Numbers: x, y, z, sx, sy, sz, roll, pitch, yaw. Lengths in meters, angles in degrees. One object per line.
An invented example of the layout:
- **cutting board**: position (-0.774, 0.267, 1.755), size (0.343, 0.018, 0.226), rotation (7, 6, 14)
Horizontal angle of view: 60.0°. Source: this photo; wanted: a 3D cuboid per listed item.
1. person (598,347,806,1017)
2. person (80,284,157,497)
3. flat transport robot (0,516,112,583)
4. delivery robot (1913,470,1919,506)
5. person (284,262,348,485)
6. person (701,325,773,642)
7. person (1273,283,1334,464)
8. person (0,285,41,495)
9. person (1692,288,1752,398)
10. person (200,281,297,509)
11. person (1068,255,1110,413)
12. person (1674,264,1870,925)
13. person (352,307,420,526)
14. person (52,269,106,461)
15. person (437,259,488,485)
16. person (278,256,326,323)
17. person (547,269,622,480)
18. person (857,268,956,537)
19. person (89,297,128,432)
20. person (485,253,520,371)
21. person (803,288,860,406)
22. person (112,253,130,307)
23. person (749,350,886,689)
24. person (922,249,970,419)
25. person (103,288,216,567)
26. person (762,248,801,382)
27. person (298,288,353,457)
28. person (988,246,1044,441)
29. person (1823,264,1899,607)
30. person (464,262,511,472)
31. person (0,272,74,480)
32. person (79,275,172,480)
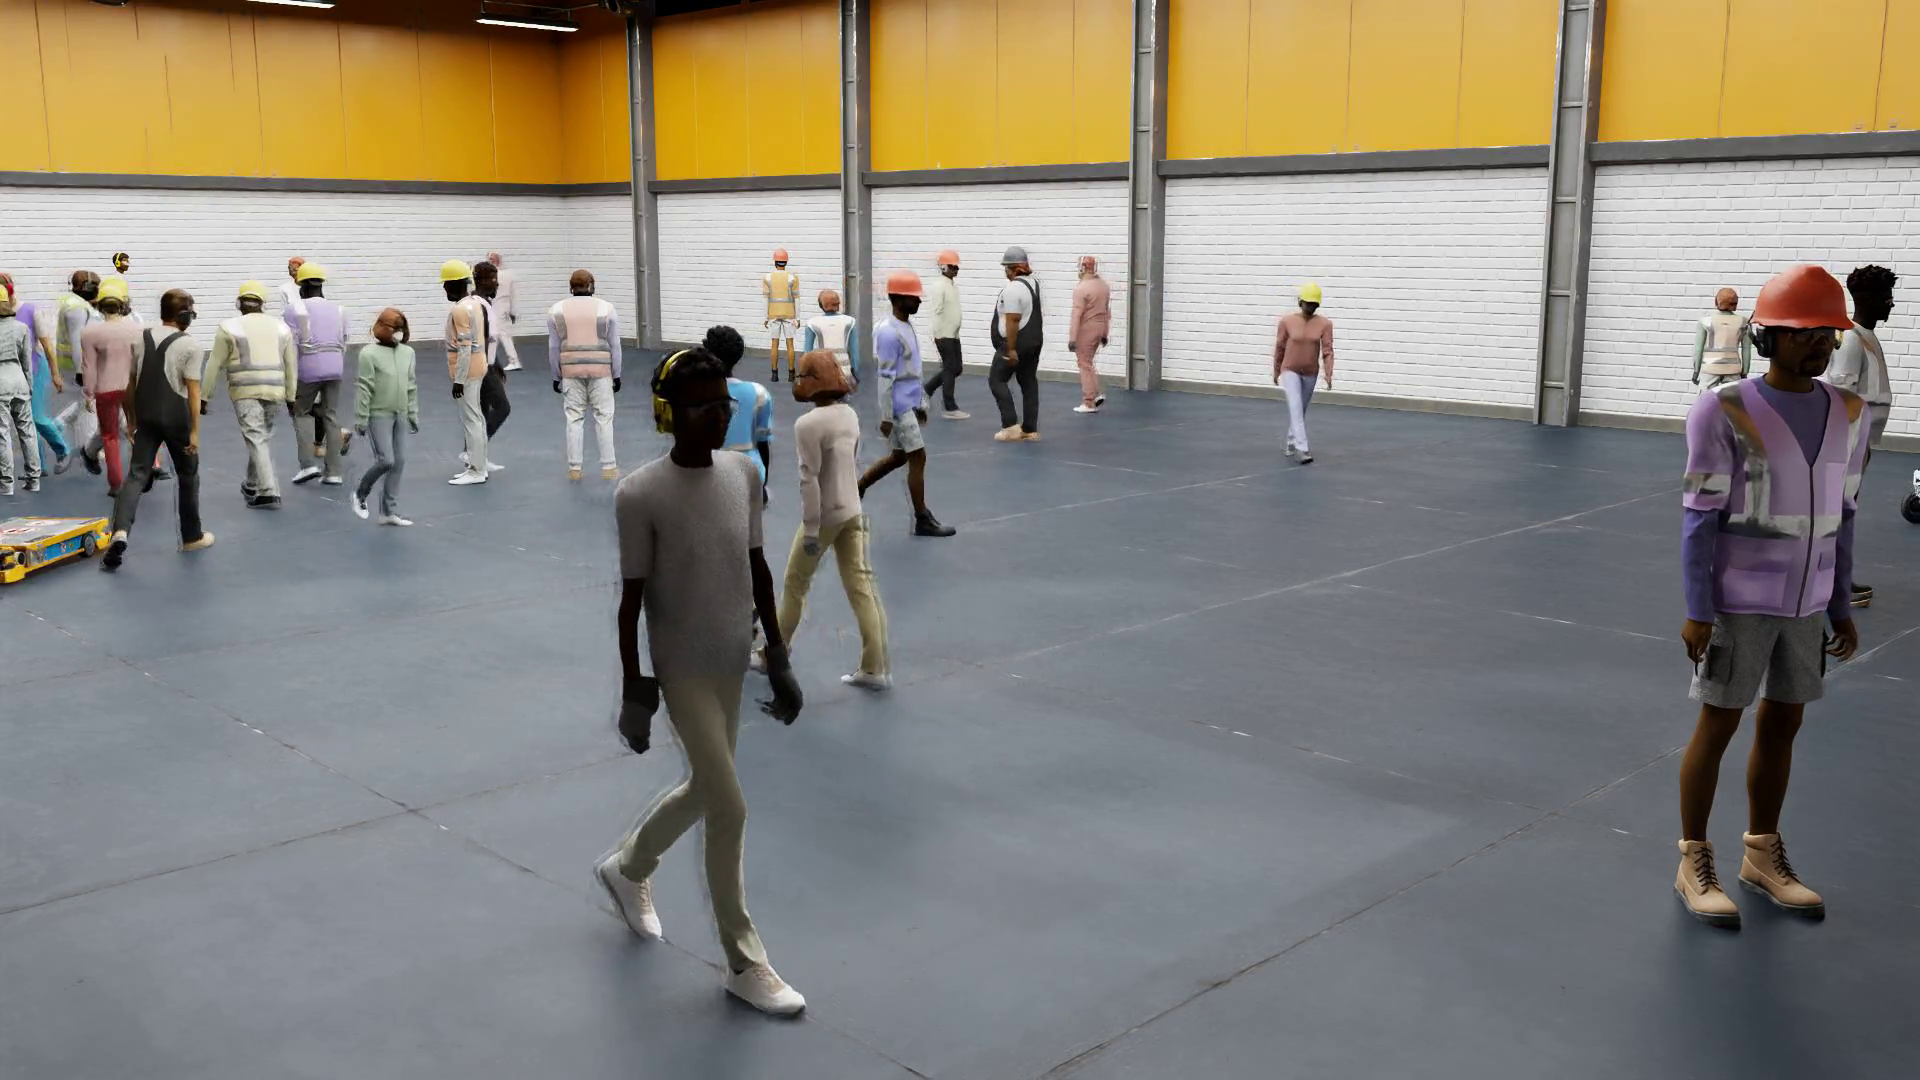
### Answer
- **person**: position (-0.773, 0.359, 4.748), size (0.888, 1.843, 0.523), rotation (8, 13, 36)
- **person**: position (-6.770, -1.195, 13.461), size (0.554, 1.741, 0.599), rotation (-9, 14, -40)
- **flat transport robot**: position (-6.095, 0.046, 10.723), size (0.652, 0.197, 1.431), rotation (0, 10, -1)
- **delivery robot**: position (7.341, -0.390, 12.072), size (0.707, 0.478, 0.477), rotation (0, 10, 1)
- **person**: position (-5.505, -1.417, 14.254), size (0.538, 1.895, 0.607), rotation (10, 14, 42)
- **person**: position (-1.187, -0.275, 8.647), size (0.539, 1.676, 0.695), rotation (-7, 12, -33)
- **person**: position (3.241, -1.584, 15.752), size (0.526, 1.684, 0.984), rotation (0, 10, -2)
- **person**: position (-7.901, -1.244, 13.741), size (0.296, 1.744, 0.487), rotation (6, 12, 29)
- **person**: position (7.270, -1.583, 15.892), size (0.519, 1.636, 0.312), rotation (2, 11, 12)
- **person**: position (-5.624, -1.146, 13.134), size (0.898, 1.766, 0.700), rotation (8, 13, 38)
- **person**: position (1.512, -2.471, 20.017), size (0.435, 1.890, 0.683), rotation (7, 13, 35)
- **person**: position (2.528, 0.179, 5.165), size (0.606, 2.044, 0.373), rotation (-2, 11, -13)
- **person**: position (-4.223, -0.903, 12.224), size (0.440, 1.612, 0.501), rotation (5, 12, 27)
- **person**: position (-8.374, -1.638, 15.708), size (0.607, 1.813, 0.653), rotation (-4, 11, -23)
- **person**: position (-4.256, -1.435, 14.284), size (0.371, 1.926, 0.584), rotation (-1, 10, -7)
- **person**: position (-8.014, -2.516, 20.316), size (0.603, 1.869, 0.449), rotation (0, 10, 0)
- **person**: position (-3.265, -1.438, 14.547), size (0.621, 1.838, 0.429), rotation (-1, 10, -5)
- **person**: position (-0.481, -0.969, 11.809), size (0.860, 1.911, 0.556), rotation (2, 11, 10)
- **person**: position (-9.127, -1.899, 17.616), size (0.434, 1.621, 0.514), rotation (4, 11, 20)
- **person**: position (-7.386, -3.609, 26.349), size (1.035, 1.848, 0.668), rotation (3, 11, 18)
- **person**: position (-1.232, -1.578, 15.864), size (0.547, 1.622, 0.394), rotation (-3, 11, -15)
- **person**: position (-12.798, -3.449, 25.439), size (0.319, 1.863, 0.521), rotation (-7, 13, -34)
- **person**: position (-0.703, -0.095, 7.876), size (0.825, 1.596, 0.522), rotation (6, 12, 30)
- **person**: position (-0.208, -2.398, 19.398), size (0.643, 1.976, 0.619), rotation (4, 11, 22)
- **person**: position (-5.265, -0.738, 10.887), size (0.583, 1.800, 0.914), rotation (1, 10, 5)
- **person**: position (-2.598, -3.279, 24.292), size (0.551, 1.940, 0.349), rotation (0, 10, 1)
- **person**: position (-6.053, -1.591, 15.835), size (0.681, 1.671, 0.533), rotation (5, 12, 26)
- **person**: position (0.581, -2.033, 17.231), size (0.538, 2.000, 0.688), rotation (7, 12, 33)
- **person**: position (5.191, -0.608, 9.665), size (0.366, 1.965, 0.607), rotation (7, 12, 33)
- **person**: position (-4.282, -1.549, 14.997), size (0.499, 1.897, 0.589), rotation (-5, 11, -24)
- **person**: position (-8.179, -1.429, 14.562), size (0.626, 1.816, 0.483), rotation (3, 11, 15)
- **person**: position (-7.337, -1.401, 14.463), size (0.734, 1.800, 0.613), rotation (3, 11, 17)
